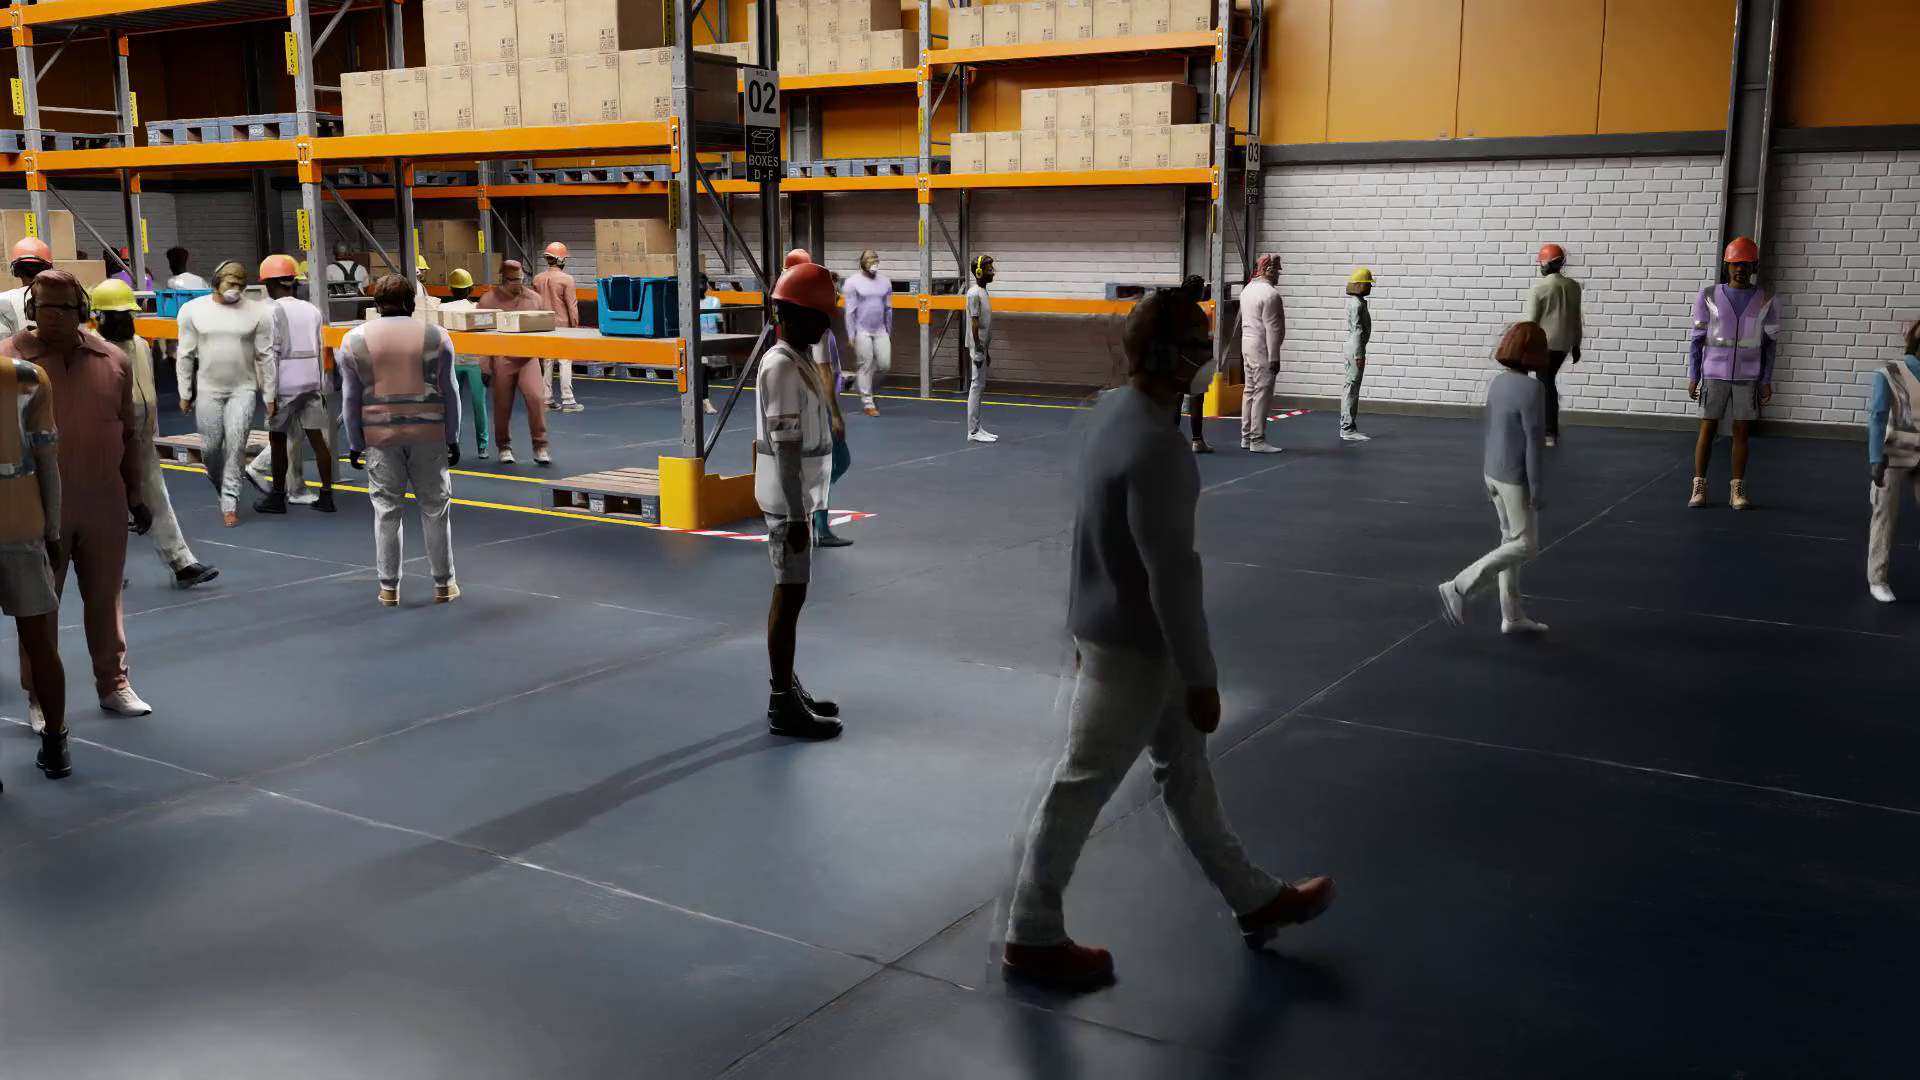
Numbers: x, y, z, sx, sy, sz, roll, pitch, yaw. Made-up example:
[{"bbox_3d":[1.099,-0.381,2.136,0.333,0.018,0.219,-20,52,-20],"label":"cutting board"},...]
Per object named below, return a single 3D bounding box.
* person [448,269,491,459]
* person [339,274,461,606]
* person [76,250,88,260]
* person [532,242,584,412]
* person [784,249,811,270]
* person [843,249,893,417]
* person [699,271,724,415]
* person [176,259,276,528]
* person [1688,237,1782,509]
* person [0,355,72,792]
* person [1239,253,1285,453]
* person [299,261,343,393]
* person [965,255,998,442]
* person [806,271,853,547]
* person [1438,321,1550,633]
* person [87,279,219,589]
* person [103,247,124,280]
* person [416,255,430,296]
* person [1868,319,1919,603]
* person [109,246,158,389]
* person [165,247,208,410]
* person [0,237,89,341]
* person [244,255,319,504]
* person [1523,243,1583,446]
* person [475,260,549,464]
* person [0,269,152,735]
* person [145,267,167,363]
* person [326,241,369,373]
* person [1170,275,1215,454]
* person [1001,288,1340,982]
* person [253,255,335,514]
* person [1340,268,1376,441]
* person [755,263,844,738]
[{"bbox_3d":[-4.579,-1.617,15.374,0.523,1.760,0.328,-1,10,-5],"label":"person"},{"bbox_3d":[-3.083,-0.549,9.239,0.619,1.839,0.430,-3,11,-15],"label":"person"},{"bbox_3d":[-14.288,-3.742,26.874,0.733,1.866,0.602,-9,14,-41],"label":"person"},{"bbox_3d":[-4.749,-2.507,19.647,0.623,1.992,0.396,5,11,25],"label":"person"},{"bbox_3d":[-1.496,-1.714,15.408,0.364,1.939,0.542,6,12,32],"label":"person"},{"bbox_3d":[-1.043,-2.370,19.077,0.637,1.922,0.474,-6,12,-31],"label":"person"},{"bbox_3d":[-3.060,-2.329,19.590,0.534,1.667,0.821,-8,13,-37],"label":"person"},{"bbox_3d":[-5.246,-1.059,11.939,0.664,1.893,0.718,-4,11,-21],"label":"person"},{"bbox_3d":[5.815,-1.246,12.529,0.607,2.044,0.371,3,11,18],"label":"person"},{"bbox_3d":[-3.593,-0.033,6.110,0.547,1.934,0.375,-10,14,-44],"label":"person"},{"bbox_3d":[2.906,-1.779,15.903,0.399,1.897,0.647,-2,11,-13],"label":"person"},{"bbox_3d":[-8.475,-2.822,22.099,1.001,1.755,0.597,4,11,22],"label":"person"},{"bbox_3d":[0.222,-1.920,16.745,0.329,1.872,0.509,1,10,7],"label":"person"},{"bbox_3d":[-0.915,-0.849,10.931,0.450,1.830,0.565,-1,10,-7],"label":"person"},{"bbox_3d":[2.753,-0.299,8.441,0.566,1.616,0.516,-1,10,-5],"label":"person"},{"bbox_3d":[-4.726,-0.574,9.488,0.883,1.791,0.617,3,11,17],"label":"person"},{"bbox_3d":[-12.390,-3.340,24.494,0.590,1.913,0.398,1,10,5],"label":"person"},{"bbox_3d":[-6.927,-2.717,21.269,0.404,1.827,0.600,-7,12,-34],"label":"person"},{"bbox_3d":[5.221,-0.399,9.027,0.545,1.599,0.807,1,10,5],"label":"person"},{"bbox_3d":[-11.167,-2.989,22.480,0.544,1.939,0.355,-6,12,-30],"label":"person"},{"bbox_3d":[-9.160,-2.499,19.734,0.420,1.943,0.599,4,11,22],"label":"person"},{"bbox_3d":[-6.262,-1.036,11.364,0.615,2.041,0.391,-7,13,-35],"label":"person"},{"bbox_3d":[-5.180,-1.209,12.680,0.579,1.911,0.615,-2,10,-12],"label":"person"},{"bbox_3d":[5.789,-1.922,16.421,0.631,1.978,0.572,-4,11,-23],"label":"person"},{"bbox_3d":[-3.989,-1.585,14.964,0.672,1.858,0.745,-8,13,-39],"label":"person"},{"bbox_3d":[-3.692,-0.162,6.916,0.403,1.904,0.637,9,13,40],"label":"person"},{"bbox_3d":[-13.375,-3.716,27.468,0.852,1.591,0.510,10,14,43],"label":"person"},{"bbox_3d":[-9.312,-3.542,25.254,0.698,2.000,0.543,-8,13,-39],"label":"person"},{"bbox_3d":[2.195,-1.672,15.847,0.540,1.695,0.317,9,13,40],"label":"person"},{"bbox_3d":[0.578,0.280,4.503,1.018,1.885,0.664,0,10,-2],"label":"person"},{"bbox_3d":[-4.991,-1.134,12.336,0.722,1.901,0.575,5,11,26],"label":"person"},{"bbox_3d":[4.047,-1.886,16.906,0.294,1.743,0.485,1,10,8],"label":"person"},{"bbox_3d":[-0.653,-0.162,6.843,0.374,1.928,0.543,-1,10,-4],"label":"person"}]
